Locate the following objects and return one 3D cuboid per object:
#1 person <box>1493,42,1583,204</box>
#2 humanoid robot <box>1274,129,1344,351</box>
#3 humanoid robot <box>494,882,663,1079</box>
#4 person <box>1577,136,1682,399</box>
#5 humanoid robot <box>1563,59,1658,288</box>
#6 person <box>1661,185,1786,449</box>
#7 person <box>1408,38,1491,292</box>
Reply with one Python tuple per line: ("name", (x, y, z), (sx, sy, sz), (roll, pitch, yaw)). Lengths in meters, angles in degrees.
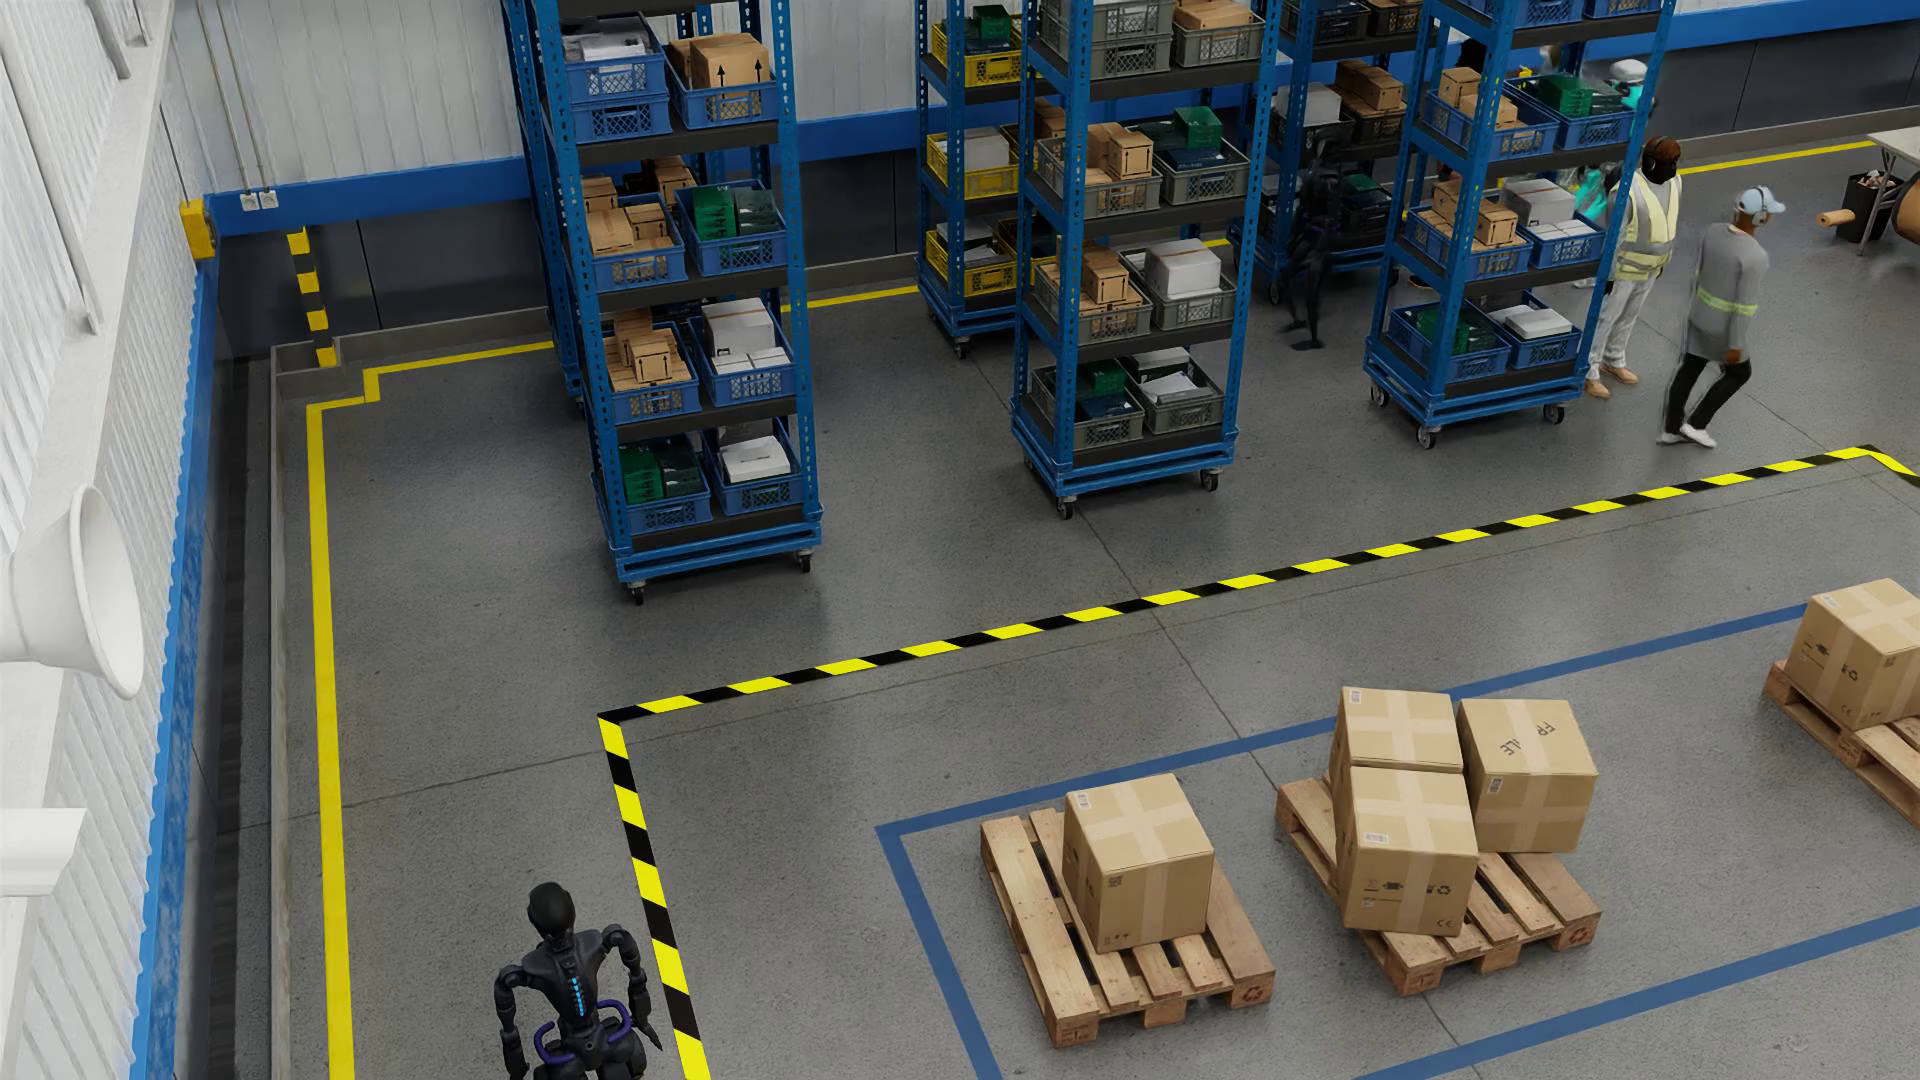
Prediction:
("person", (4.527, -3.101, 13.050), (1.013, 1.880, 0.638), (-4, 35, -6))
("humanoid robot", (2.511, -2.108, 11.821), (0.365, 1.654, 0.599), (-5, 36, -7))
("humanoid robot", (-1.394, 1.892, 6.136), (0.599, 1.659, 0.315), (-18, 39, -23))
("person", (4.591, -1.864, 11.333), (0.624, 1.843, 0.429), (-21, 40, -27))
("humanoid robot", (4.680, -2.681, 12.648), (0.840, 1.860, 0.549), (-12, 37, -16))
("person", (4.910, -1.406, 10.685), (0.462, 1.836, 0.620), (-8, 36, -11))
("person", (3.768, -2.838, 12.607), (0.361, 1.965, 0.612), (24, 41, 30))
